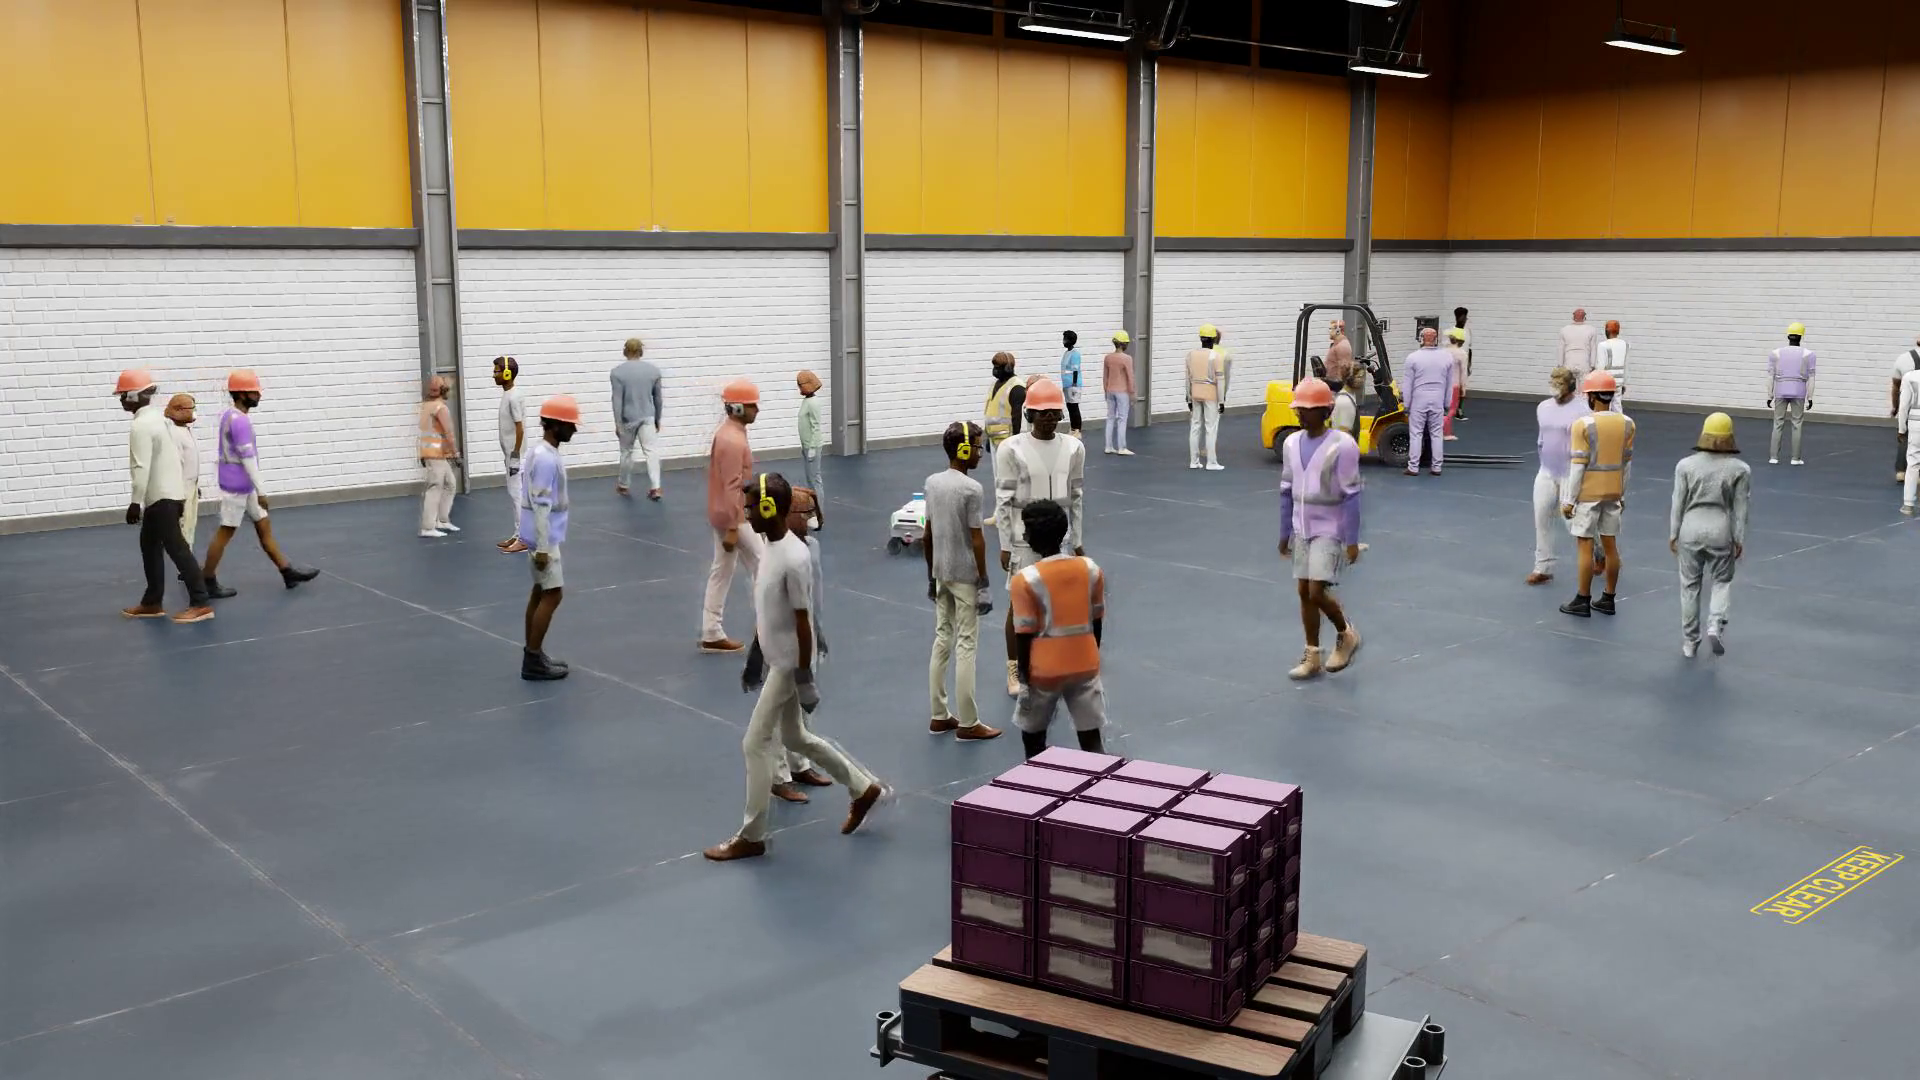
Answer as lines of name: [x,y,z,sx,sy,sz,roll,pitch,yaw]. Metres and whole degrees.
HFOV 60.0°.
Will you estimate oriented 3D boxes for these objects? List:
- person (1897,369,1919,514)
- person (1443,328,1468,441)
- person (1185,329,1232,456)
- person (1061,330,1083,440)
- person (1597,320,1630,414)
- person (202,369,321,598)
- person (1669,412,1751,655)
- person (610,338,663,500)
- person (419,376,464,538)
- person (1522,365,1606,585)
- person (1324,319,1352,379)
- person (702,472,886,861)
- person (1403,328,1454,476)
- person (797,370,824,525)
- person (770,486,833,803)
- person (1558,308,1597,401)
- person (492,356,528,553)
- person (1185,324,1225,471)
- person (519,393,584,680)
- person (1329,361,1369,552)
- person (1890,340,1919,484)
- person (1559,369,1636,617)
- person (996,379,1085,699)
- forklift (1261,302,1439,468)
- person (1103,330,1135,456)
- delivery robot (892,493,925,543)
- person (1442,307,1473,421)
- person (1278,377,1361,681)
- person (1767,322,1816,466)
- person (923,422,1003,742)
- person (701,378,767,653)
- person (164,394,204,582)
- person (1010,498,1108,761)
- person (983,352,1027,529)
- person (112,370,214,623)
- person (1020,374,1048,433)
person: [10.522,-1.205,18.092,0.574,1.885,0.358,5,11,29]
person: [7.374,-2.334,25.154,0.711,1.734,0.557,-7,12,-35]
person: [3.512,-2.098,23.649,0.651,1.780,0.963,0,10,-1]
person: [1.699,-2.365,25.455,0.320,1.692,0.530,-2,10,-14]
person: [9.585,-2.299,24.503,0.585,1.882,0.337,-4,10,-22]
person: [-5.890,-0.465,13.776,1.003,1.877,0.568,-5,11,-26]
person: [5.237,-0.026,11.657,0.497,1.733,0.426,4,11,24]
person: [-3.753,-1.412,19.346,0.641,1.883,1.060,-5,11,-26]
person: [-5.204,-0.831,16.696,0.550,1.617,0.520,-5,11,-29]
person: [5.258,-0.557,14.283,0.821,1.912,0.633,-5,11,-29]
person: [5.415,-2.214,23.943,0.399,1.908,0.642,2,10,10]
person: [-0.781,0.576,7.858,0.869,1.833,0.501,-3,10,-16]
person: [5.987,-1.765,21.342,0.645,1.899,0.403,-1,10,-5]
person: [-1.571,-0.955,17.369,0.283,1.633,0.498,-3,10,-16]
person: [-0.843,0.530,8.668,0.278,1.634,0.499,4,10,21]
person: [10.725,-3.064,28.916,0.639,1.909,0.407,4,11,23]
person: [-4.279,-0.808,15.846,0.313,1.860,0.539,-4,10,-20]
person: [3.233,-1.875,21.889,0.586,1.930,0.360,8,13,40]
person: [-2.730,-0.023,11.117,0.472,1.912,0.583,-3,10,-17]
person: [3.607,-0.794,15.844,0.574,1.828,0.529,2,10,13]
person: [11.869,-1.683,20.441,0.671,2.000,0.741,-9,13,-43]
person: [4.967,-0.361,13.004,0.542,1.937,0.360,-3,10,-17]
person: [0.529,-0.009,10.628,0.608,2.045,0.391,-4,10,-21]
forklift: [5.320,-2.157,22.763,2.313,2.155,1.214,3,10,16]
person: [2.264,-2.081,23.575,0.325,1.767,0.533,-9,13,-41]
delivery robot: [-0.394,-0.203,15.846,0.477,0.478,0.707,3,10,16]
person: [8.507,-3.007,28.449,0.605,1.956,0.393,-3,10,-20]
person: [2.352,-0.062,10.977,0.497,2.028,0.627,-6,12,-33]
person: [11.186,-1.962,22.407,0.588,1.927,0.371,6,11,32]
person: [-0.003,0.240,9.704,0.331,1.865,0.519,-8,13,-40]
person: [-1.452,-0.159,11.756,0.872,1.963,0.617,-3,10,-17]
person: [-6.699,-0.450,14.416,0.281,1.632,0.504,-2,10,-11]
person: [0.524,0.643,7.912,0.549,1.665,0.622,-6,11,-29]
person: [0.465,-1.028,17.220,0.429,1.841,0.626,-4,11,-23]
person: [-6.168,-0.332,12.841,0.711,1.956,0.636,-3,10,-15]
person: [0.746,-0.842,16.692,0.312,1.638,0.512,-2,10,-11]
